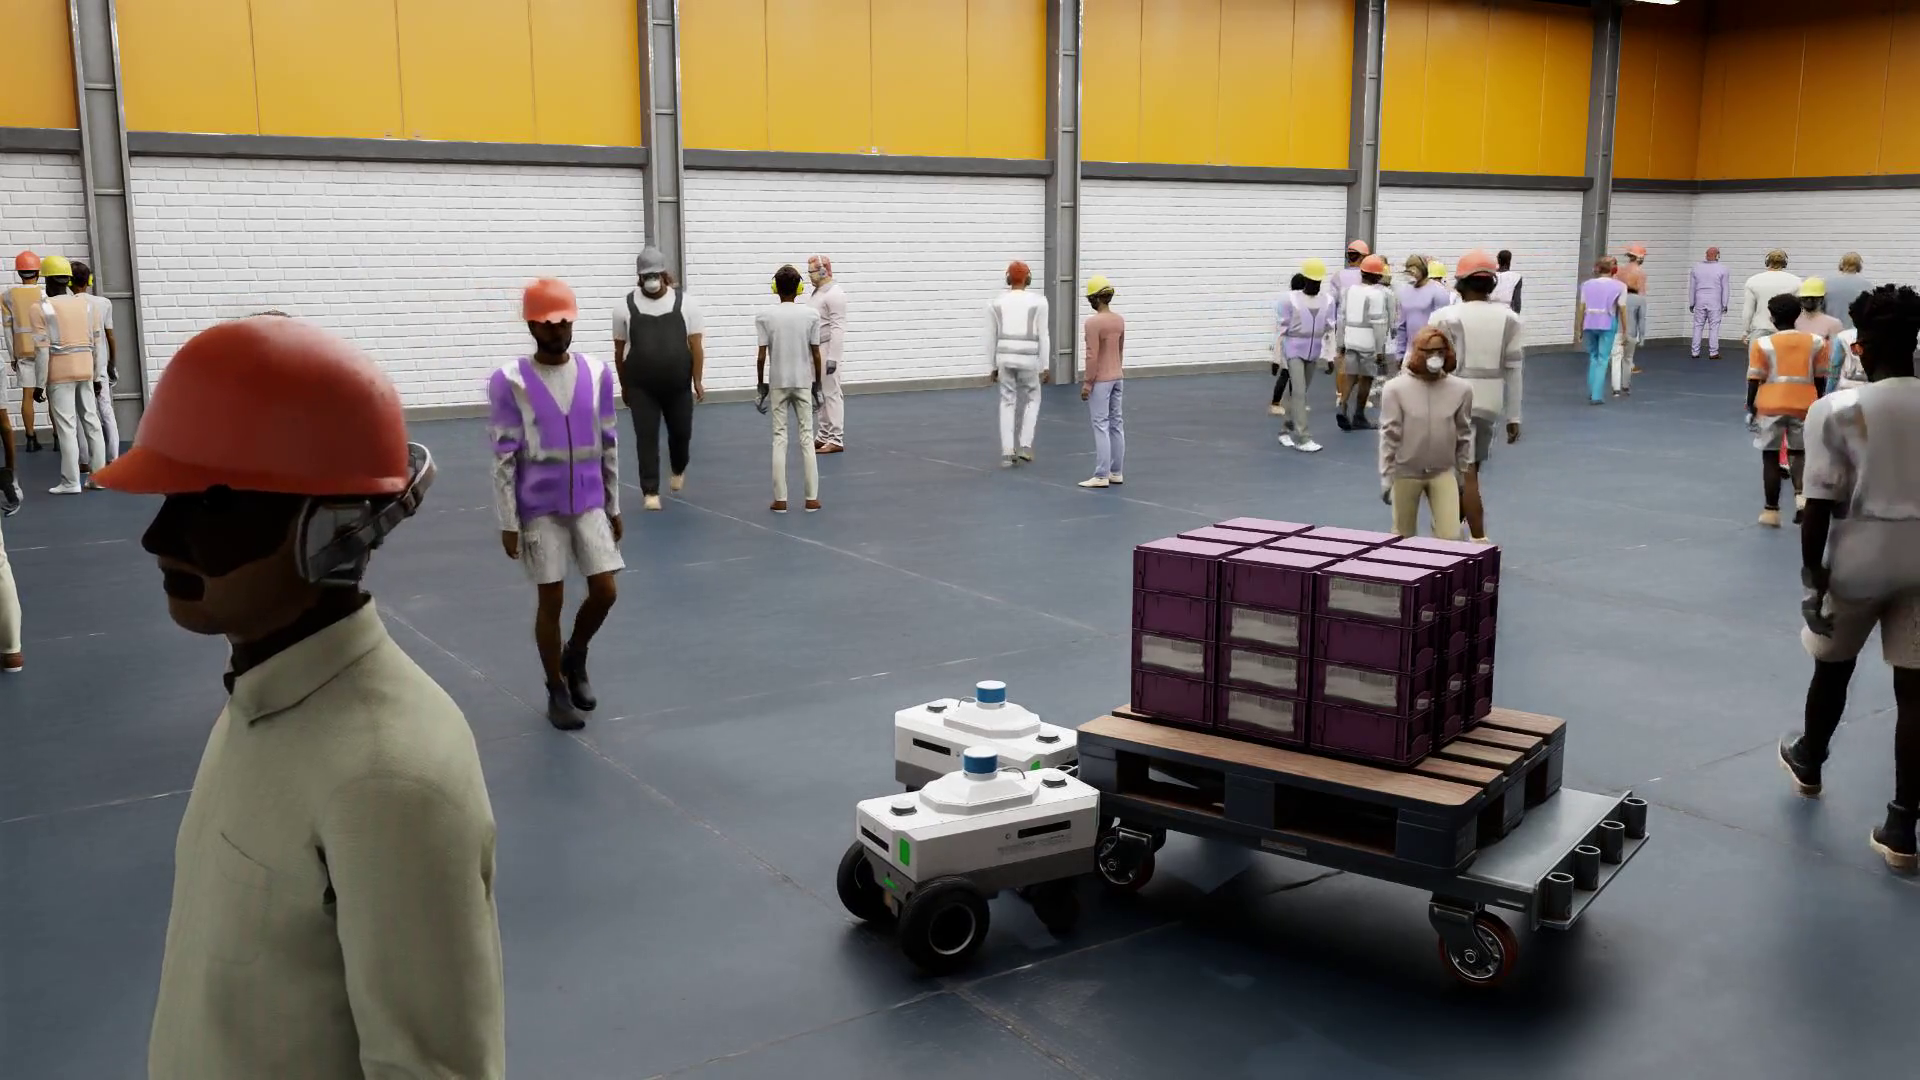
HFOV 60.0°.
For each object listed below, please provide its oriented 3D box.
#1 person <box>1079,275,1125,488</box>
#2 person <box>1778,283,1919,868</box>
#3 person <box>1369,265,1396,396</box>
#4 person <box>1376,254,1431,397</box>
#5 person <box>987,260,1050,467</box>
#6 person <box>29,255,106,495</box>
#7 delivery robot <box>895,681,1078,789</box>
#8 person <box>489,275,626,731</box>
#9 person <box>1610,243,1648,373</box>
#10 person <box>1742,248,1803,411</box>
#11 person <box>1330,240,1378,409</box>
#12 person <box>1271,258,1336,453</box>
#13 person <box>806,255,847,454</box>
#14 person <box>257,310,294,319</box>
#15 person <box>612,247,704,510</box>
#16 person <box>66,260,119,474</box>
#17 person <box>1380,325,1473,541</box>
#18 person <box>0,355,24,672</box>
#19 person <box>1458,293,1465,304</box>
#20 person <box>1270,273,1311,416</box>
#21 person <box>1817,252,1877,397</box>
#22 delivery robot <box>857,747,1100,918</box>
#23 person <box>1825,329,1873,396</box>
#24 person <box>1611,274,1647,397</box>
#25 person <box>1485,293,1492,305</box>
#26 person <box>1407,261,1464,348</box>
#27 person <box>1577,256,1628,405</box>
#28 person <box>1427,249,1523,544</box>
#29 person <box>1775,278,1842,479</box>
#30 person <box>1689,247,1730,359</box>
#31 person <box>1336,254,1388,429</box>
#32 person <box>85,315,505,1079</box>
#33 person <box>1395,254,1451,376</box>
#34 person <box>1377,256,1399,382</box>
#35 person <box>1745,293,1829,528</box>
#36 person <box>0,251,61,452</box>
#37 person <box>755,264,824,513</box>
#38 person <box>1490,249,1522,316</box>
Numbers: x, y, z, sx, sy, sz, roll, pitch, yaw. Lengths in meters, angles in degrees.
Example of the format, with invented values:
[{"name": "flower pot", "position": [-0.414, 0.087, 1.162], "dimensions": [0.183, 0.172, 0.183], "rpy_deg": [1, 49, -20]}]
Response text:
[{"name": "person", "position": [1.173, -1.310, 13.835], "dimensions": [0.337, 1.759, 0.525], "rpy_deg": [8, 13, 38]}, {"name": "person", "position": [3.182, 0.080, 5.769], "dimensions": [0.619, 1.903, 1.028], "rpy_deg": [2, 11, 13]}, {"name": "person", "position": [5.534, -2.764, 21.929], "dimensions": [0.813, 1.708, 0.491], "rpy_deg": [-10, 14, -43]}, {"name": "person", "position": [5.809, -2.711, 21.248], "dimensions": [0.963, 1.857, 0.648], "rpy_deg": [-1, 10, -4]}, {"name": "person", "position": [0.542, -1.604, 15.153], "dimensions": [0.613, 1.858, 0.574], "rpy_deg": [3, 11, 16]}, {"name": "person", "position": [-7.226, -1.328, 13.462], "dimensions": [0.370, 1.928, 0.585], "rpy_deg": [5, 12, 26]}, {"name": "delivery robot", "position": [0.105, 0.727, 5.706], "dimensions": [0.707, 0.478, 0.477], "rpy_deg": [10, 14, 43]}, {"name": "person", "position": [-1.676, -0.145, 6.999], "dimensions": [0.565, 1.918, 0.404], "rpy_deg": [-7, 12, -33]}, {"name": "person", "position": [10.170, -3.510, 25.277], "dimensions": [0.576, 1.976, 0.624], "rpy_deg": [-3, 11, -15]}, {"name": "person", "position": [9.564, -2.457, 19.622], "dimensions": [0.635, 1.938, 0.361], "rpy_deg": [4, 11, 23]}, {"name": "person", "position": [4.772, -2.595, 20.120], "dimensions": [0.605, 2.033, 0.392], "rpy_deg": [6, 12, 31]}, {"name": "person", "position": [3.364, -1.815, 16.302], "dimensions": [0.608, 1.872, 0.868], "rpy_deg": [-4, 11, -21]}, {"name": "person", "position": [-1.329, -1.786, 16.054], "dimensions": [0.407, 1.902, 0.639], "rpy_deg": [-4, 11, -23]}, {"name": "person", "position": [-2.827, -0.047, 6.874], "dimensions": [0.650, 1.787, 0.808], "rpy_deg": [-9, 13, -40]}, {"name": "person", "position": [-2.346, -1.286, 12.921], "dimensions": [0.684, 2.000, 0.784], "rpy_deg": [-2, 11, -13]}, {"name": "person", "position": [-7.684, -1.513, 14.639], "dimensions": [0.328, 1.870, 0.512], "rpy_deg": [9, 14, 40]}, {"name": "person", "position": [2.440, -0.308, 8.723], "dimensions": [0.500, 1.618, 0.500], "rpy_deg": [0, 10, 2]}, {"name": "person", "position": [-4.715, -0.270, 7.821], "dimensions": [0.313, 1.869, 0.538], "rpy_deg": [10, 14, 43]}, {"name": "person", "position": [8.381, -3.691, 27.201], "dimensions": [0.512, 1.642, 0.312], "rpy_deg": [9, 14, 41]}, {"name": "person", "position": [3.921, -2.266, 19.330], "dimensions": [0.717, 1.658, 0.519], "rpy_deg": [-3, 11, -15]}, {"name": "person", "position": [9.927, -2.286, 18.765], "dimensions": [0.660, 1.910, 0.439], "rpy_deg": [5, 12, 27]}, {"name": "delivery robot", "position": [0.062, 0.862, 4.967], "dimensions": [0.707, 0.478, 0.477], "rpy_deg": [-6, 12, -28]}, {"name": "person", "position": [6.928, -1.031, 12.690], "dimensions": [0.538, 1.603, 0.761], "rpy_deg": [3, 11, 14]}, {"name": "person", "position": [8.704, -2.684, 21.819], "dimensions": [0.515, 1.582, 0.847], "rpy_deg": [4, 11, 22]}, {"name": "person", "position": [4.858, -1.589, 15.764], "dimensions": [0.512, 1.609, 0.693], "rpy_deg": [4, 11, 23]}, {"name": "person", "position": [4.856, -1.948, 17.120], "dimensions": [0.600, 1.830, 0.404], "rpy_deg": [9, 13, 39]}, {"name": "person", "position": [8.042, -2.604, 20.711], "dimensions": [0.643, 1.826, 0.596], "rpy_deg": [-10, 14, -43]}, {"name": "person", "position": [3.220, -0.845, 10.634], "dimensions": [0.622, 1.985, 1.027], "rpy_deg": [-2, 11, -11]}, {"name": "person", "position": [7.247, -1.377, 14.274], "dimensions": [0.546, 1.714, 0.919], "rpy_deg": [6, 12, 28]}, {"name": "person", "position": [12.800, -4.042, 28.405], "dimensions": [0.653, 1.904, 0.405], "rpy_deg": [9, 14, 42]}, {"name": "person", "position": [4.262, -2.093, 17.765], "dimensions": [0.633, 1.892, 0.617], "rpy_deg": [-7, 13, -34]}, {"name": "person", "position": [-0.692, 0.756, 1.848], "dimensions": [0.378, 1.996, 0.613], "rpy_deg": [-7, 13, -35]}, {"name": "person", "position": [4.472, -1.766, 15.900], "dimensions": [0.525, 1.915, 0.743], "rpy_deg": [-5, 12, -26]}, {"name": "person", "position": [5.908, -3.115, 23.601], "dimensions": [0.516, 1.797, 0.940], "rpy_deg": [9, 14, 40]}, {"name": "person", "position": [5.891, -0.920, 11.889], "dimensions": [0.560, 1.673, 0.405], "rpy_deg": [2, 10, 9]}, {"name": "person", "position": [-8.926, -1.815, 16.092], "dimensions": [0.545, 1.942, 0.352], "rpy_deg": [-2, 10, -10]}, {"name": "person", "position": [-1.292, -1.137, 12.573], "dimensions": [0.521, 1.873, 0.334], "rpy_deg": [-1, 10, -7]}, {"name": "person", "position": [7.602, -3.139, 23.473], "dimensions": [0.595, 1.903, 0.514], "rpy_deg": [7, 13, 35]}]
